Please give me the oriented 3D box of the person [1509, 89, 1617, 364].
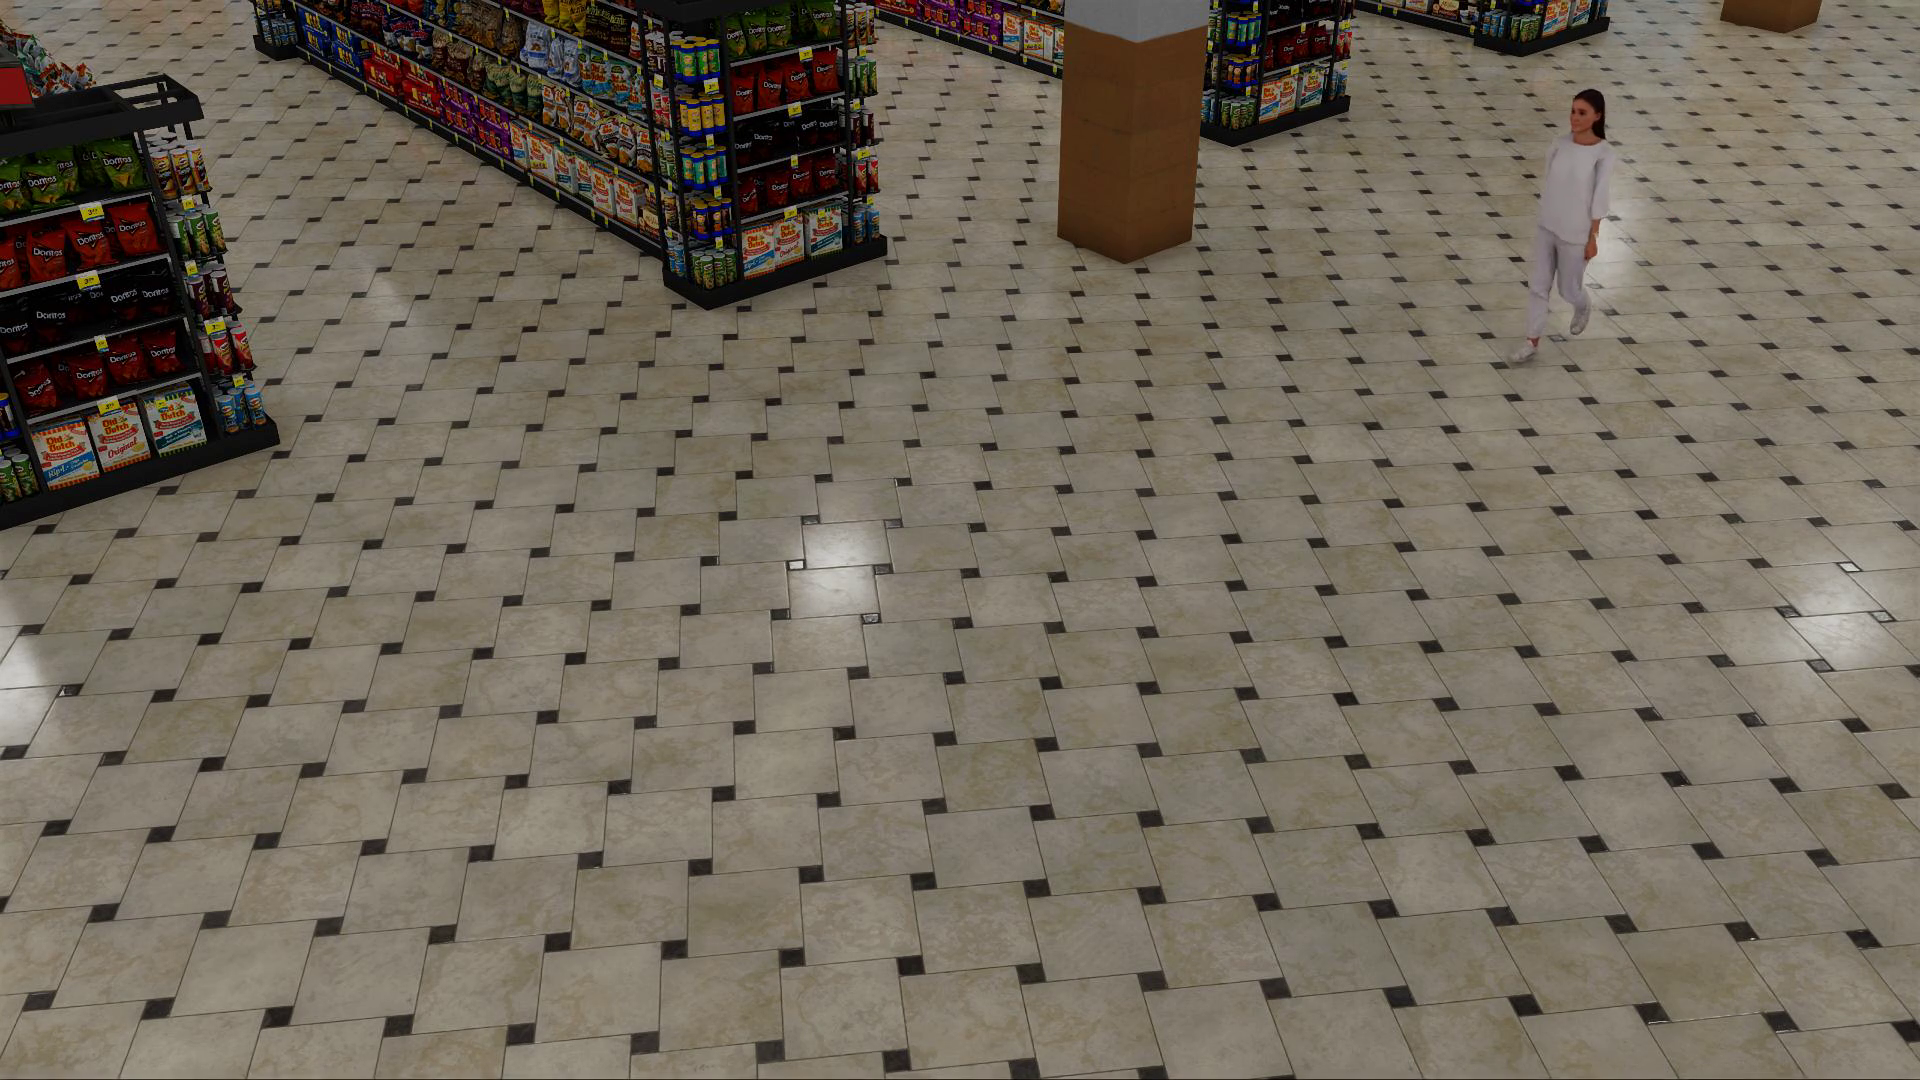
[{"bbox_3d":[3.717,-1.891,10.077,0.678,1.670,0.885,-25,40,-34],"label":"person"}]
